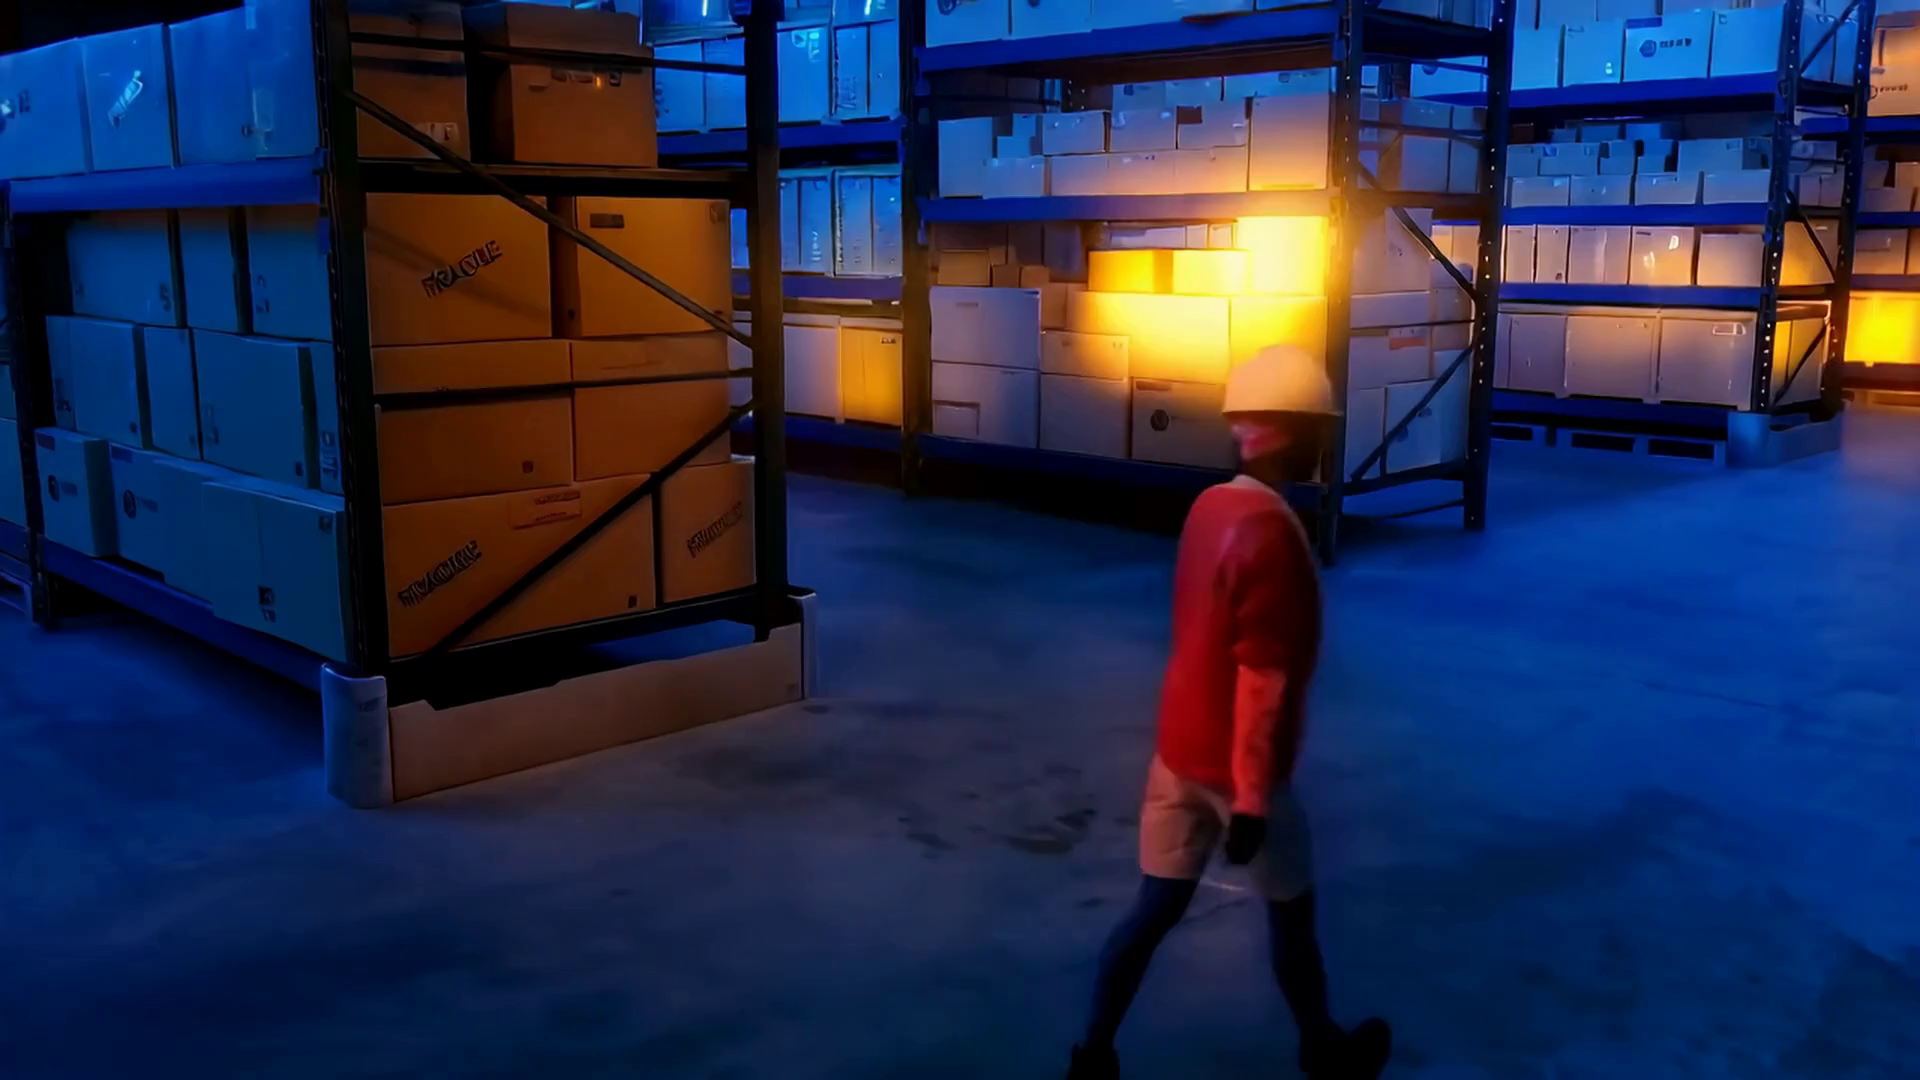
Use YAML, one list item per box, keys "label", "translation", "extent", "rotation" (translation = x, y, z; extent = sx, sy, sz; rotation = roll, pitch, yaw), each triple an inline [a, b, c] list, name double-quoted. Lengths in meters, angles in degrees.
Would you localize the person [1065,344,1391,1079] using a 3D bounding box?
- label: "person"
  translation: [0.635, 0.494, 3.907]
  extent: [0.934, 1.886, 0.554]
  rotation: [-4, 11, -19]
